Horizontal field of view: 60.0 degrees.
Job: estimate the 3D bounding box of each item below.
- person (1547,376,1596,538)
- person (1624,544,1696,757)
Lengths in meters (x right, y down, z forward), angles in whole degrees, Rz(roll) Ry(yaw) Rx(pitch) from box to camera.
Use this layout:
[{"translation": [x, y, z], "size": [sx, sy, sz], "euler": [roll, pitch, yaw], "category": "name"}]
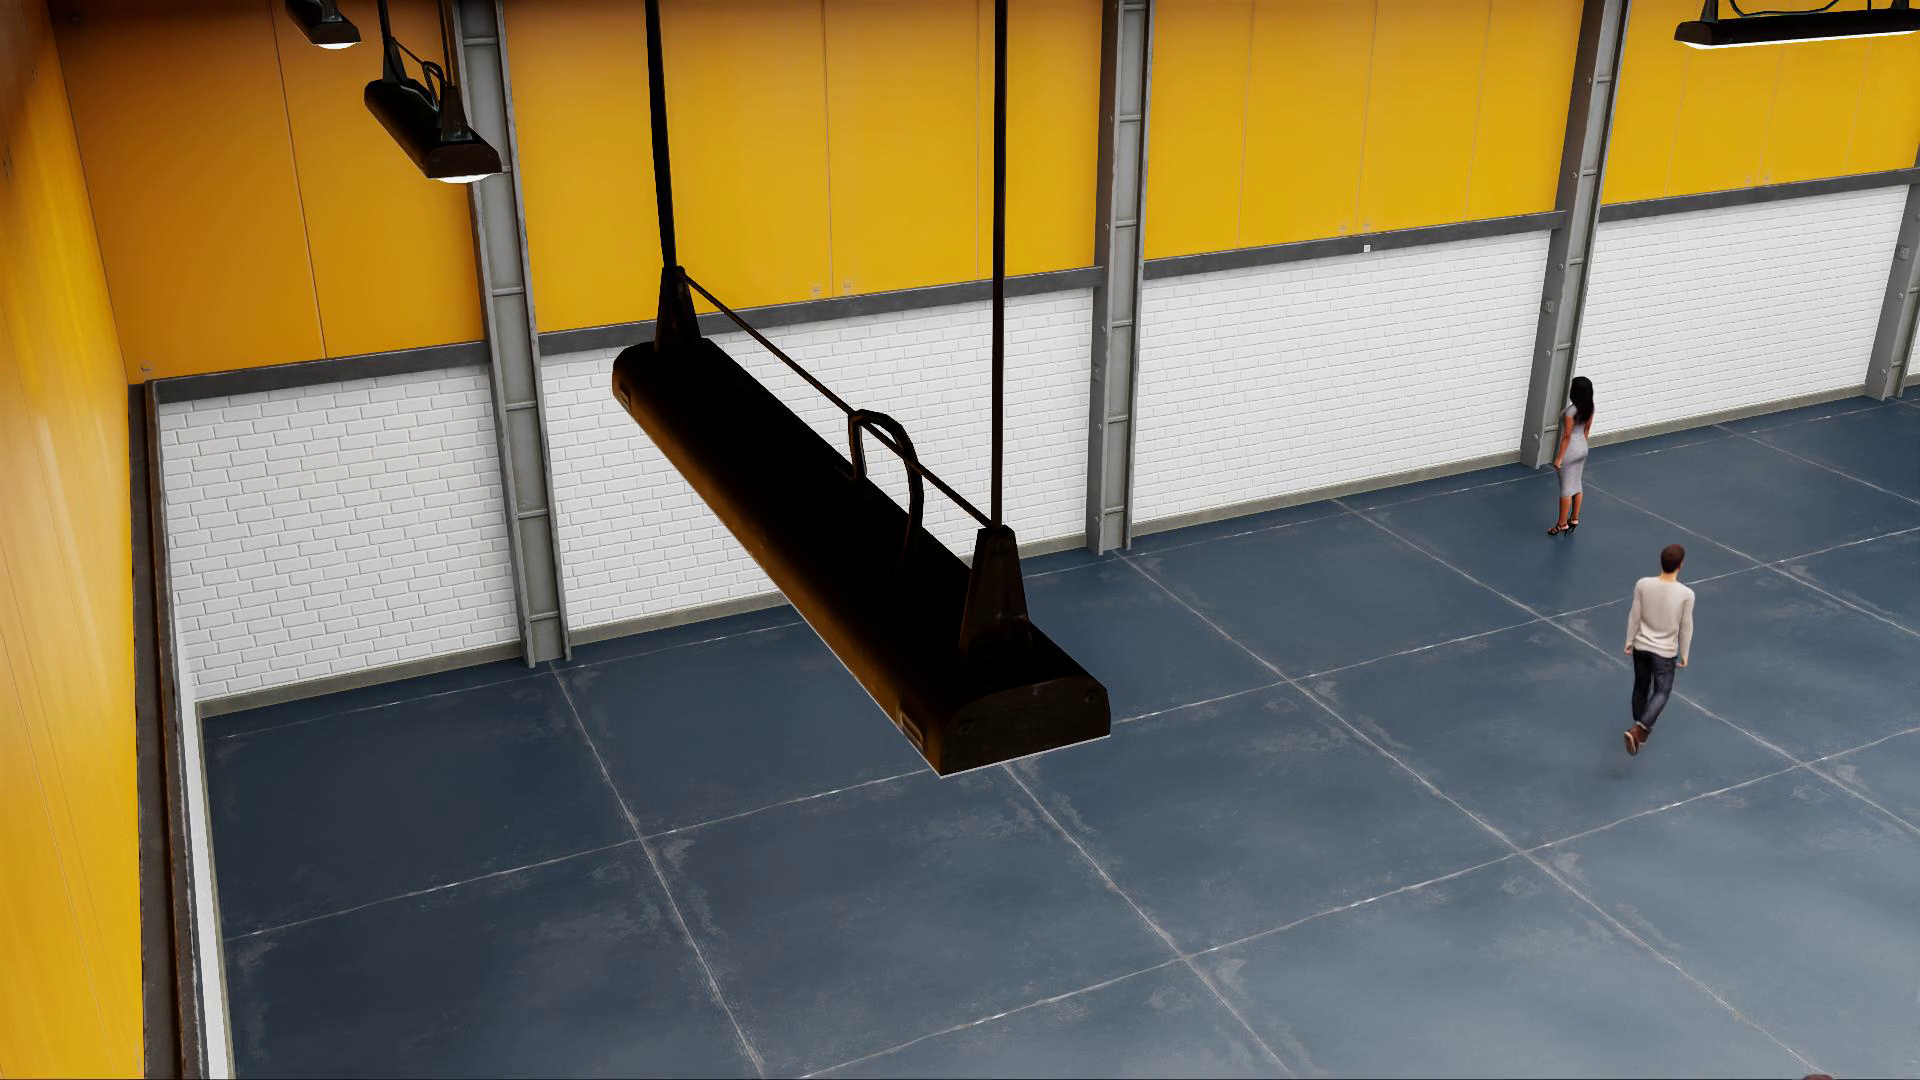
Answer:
[{"translation": [6.572, -0.894, 17.816], "size": [0.496, 1.780, 0.662], "euler": [-14, 27, -30], "category": "person"}, {"translation": [5.655, 0.925, 13.565], "size": [0.948, 1.853, 1.127], "euler": [17, 29, 34], "category": "person"}]
